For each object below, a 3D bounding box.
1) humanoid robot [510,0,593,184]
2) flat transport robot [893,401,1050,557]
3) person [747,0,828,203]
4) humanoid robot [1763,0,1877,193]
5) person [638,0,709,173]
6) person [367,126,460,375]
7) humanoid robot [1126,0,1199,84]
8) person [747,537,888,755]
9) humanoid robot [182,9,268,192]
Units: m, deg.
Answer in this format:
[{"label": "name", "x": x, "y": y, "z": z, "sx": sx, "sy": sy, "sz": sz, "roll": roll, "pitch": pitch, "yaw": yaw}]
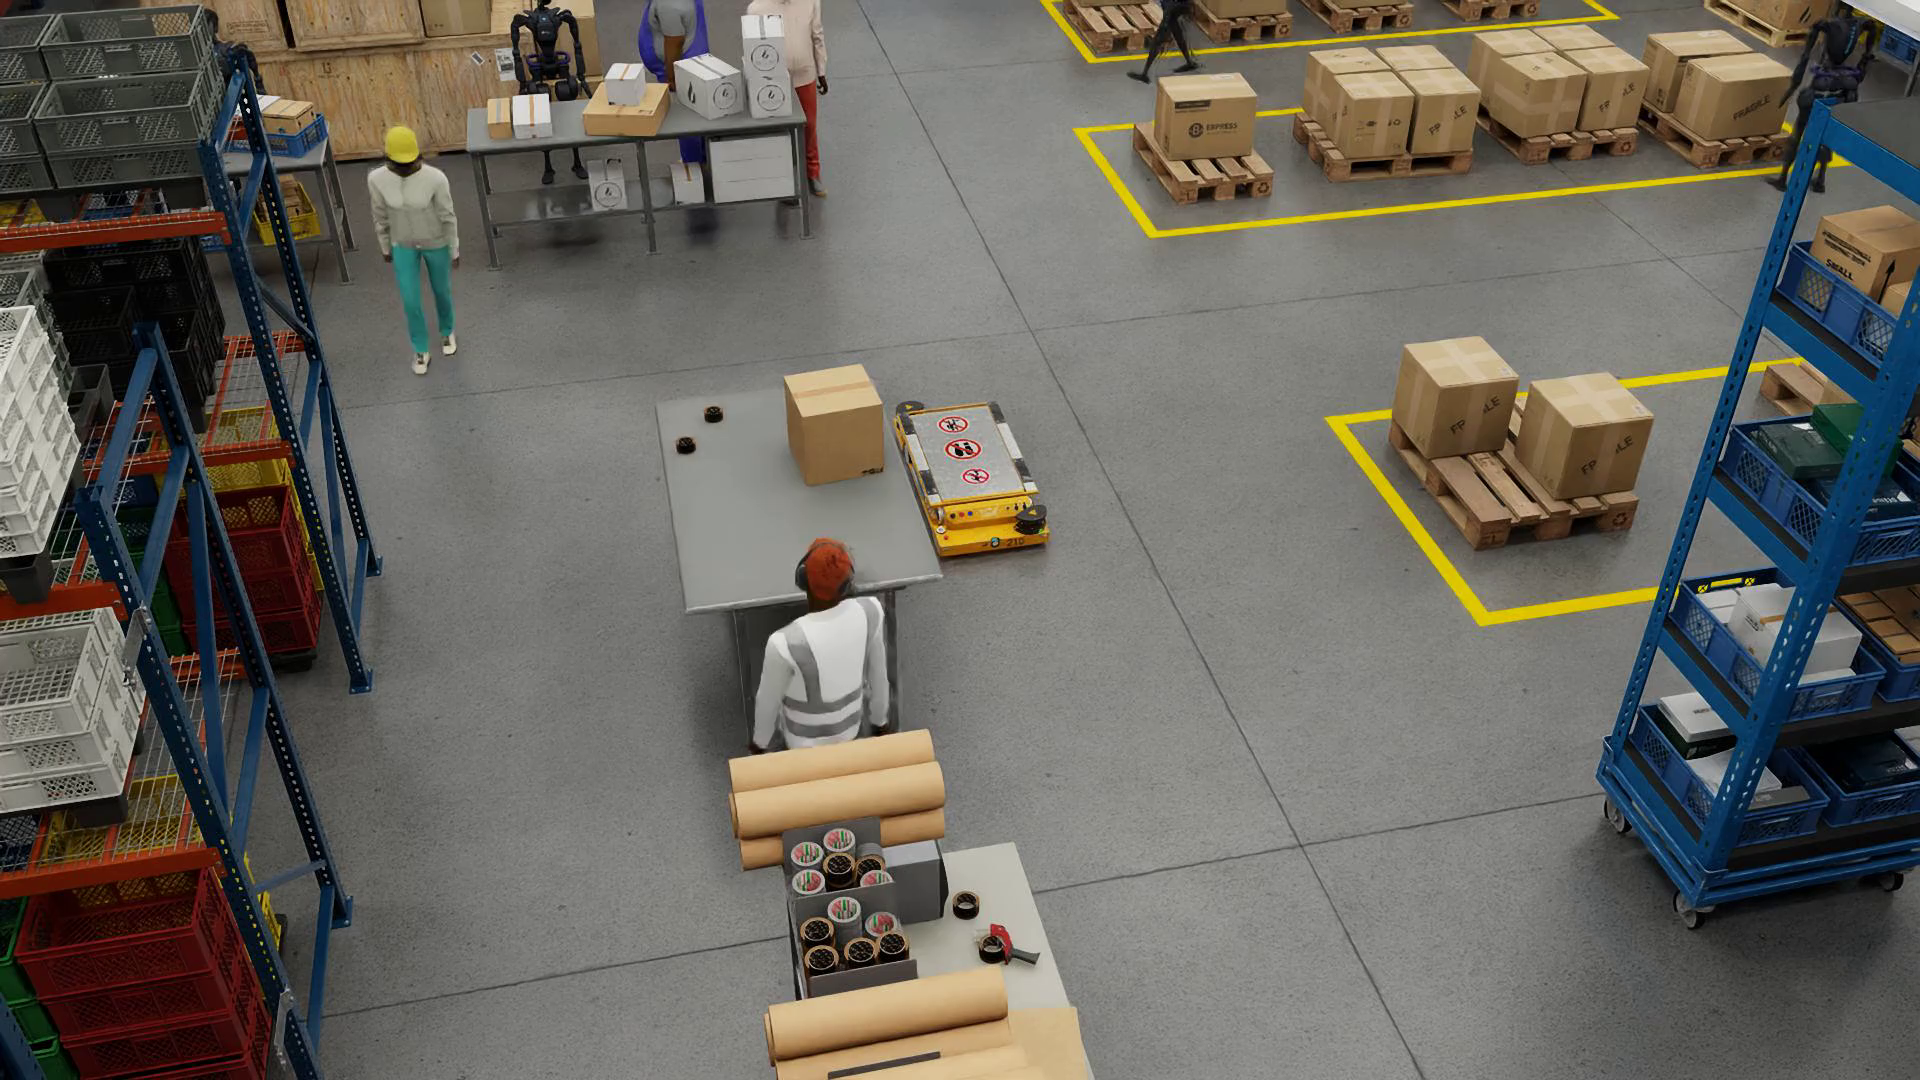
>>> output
[{"label": "humanoid robot", "x": -3.259, "y": -3.675, "z": 13.300, "sx": 0.590, "sy": 1.659, "sz": 0.327, "roll": -12, "pitch": 38, "yaw": -16}, {"label": "flat transport robot", "x": 0.046, "y": -0.430, "z": 10.108, "sx": 0.652, "sy": 0.197, "sz": 1.431, "roll": -8, "pitch": 37, "yaw": -10}, {"label": "person", "x": -1.329, "y": -3.607, "z": 12.969, "sx": 0.616, "sy": 1.990, "sz": 0.394, "roll": -15, "pitch": 39, "yaw": -19}, {"label": "humanoid robot", "x": 6.874, "y": -3.578, "z": 13.181, "sx": 0.623, "sy": 1.644, "sz": 0.355, "roll": -1, "pitch": 37, "yaw": -2}, {"label": "person", "x": -2.262, "y": -3.787, "z": 13.161, "sx": 0.537, "sy": 2.000, "sz": 0.673, "roll": 6, "pitch": 37, "yaw": 8}, {"label": "person", "x": -3.537, "y": -1.922, "z": 10.905, "sx": 0.535, "sy": 1.733, "sz": 0.663, "roll": -6, "pitch": 37, "yaw": -8}, {"label": "humanoid robot", "x": 1.914, "y": -4.998, "z": 15.131, "sx": 0.809, "sy": 1.622, "sz": 0.559, "roll": -10, "pitch": 38, "yaw": -14}, {"label": "person", "x": -0.600, "y": 0.785, "z": 7.185, "sx": 0.931, "sy": 1.835, "sz": 0.586, "roll": 27, "pitch": 44, "yaw": 31}, {"label": "humanoid robot", "x": -5.551, "y": -3.240, "z": 12.718, "sx": 0.598, "sy": 1.655, "sz": 0.324, "roll": -13, "pitch": 38, "yaw": -16}]
